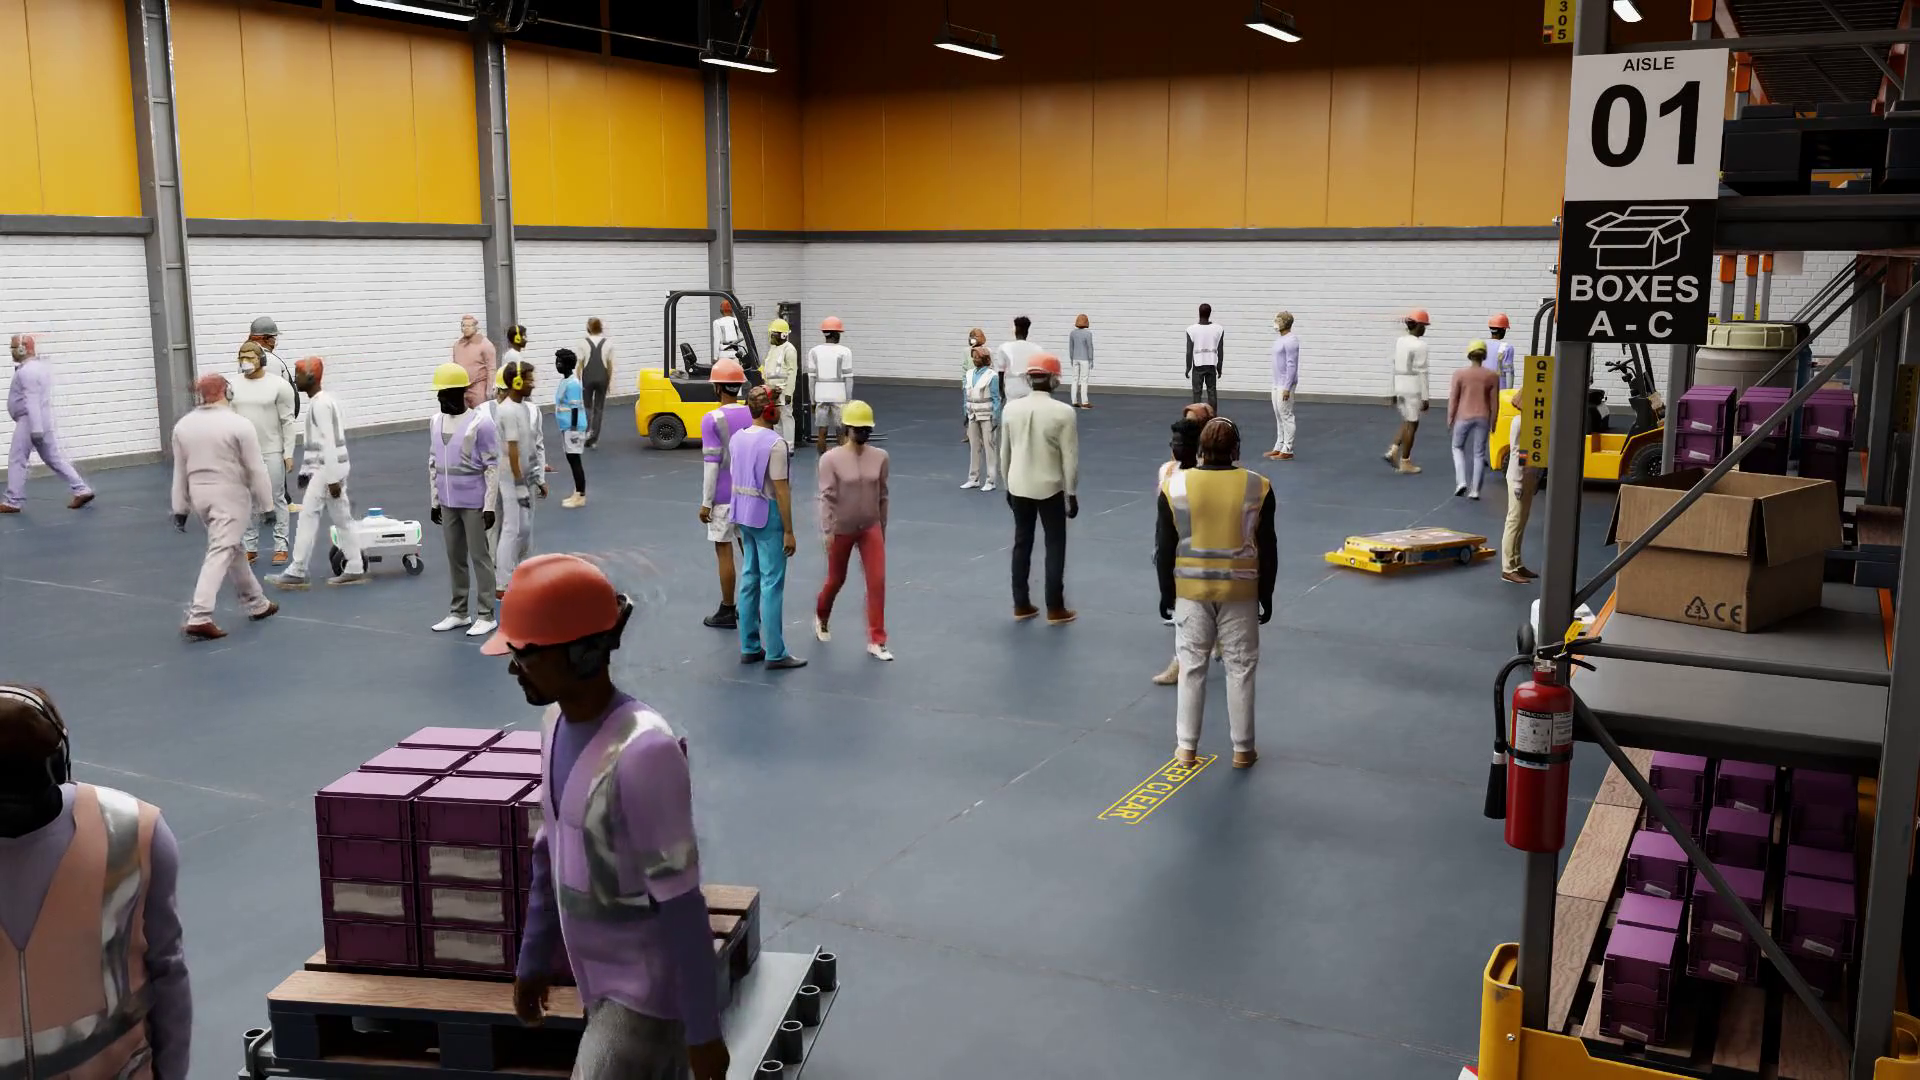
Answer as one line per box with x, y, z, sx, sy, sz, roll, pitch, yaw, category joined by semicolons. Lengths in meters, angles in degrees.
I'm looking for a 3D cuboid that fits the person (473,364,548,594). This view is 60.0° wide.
-3.545;-0.478;13.135;0.588;1.822;0.403;-6;12;-32;person

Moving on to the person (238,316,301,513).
-7.122;-1.298;17.248;0.684;2.000;0.538;8;13;39;person

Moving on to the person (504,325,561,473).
-5.345;-1.678;20.054;0.913;1.835;0.531;-3;10;-15;person

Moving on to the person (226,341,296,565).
-6.031;-0.741;14.315;0.627;1.940;0.371;0;10;-1;person

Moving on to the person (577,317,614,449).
-4.998;-2.151;22.835;0.512;1.813;0.385;-3;10;-15;person

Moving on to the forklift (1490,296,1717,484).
7.296;-1.677;18.993;2.313;2.155;1.214;5;11;27;forklift

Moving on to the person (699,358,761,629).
-1.656;-0.332;11.949;0.358;1.936;0.552;8;13;40;person

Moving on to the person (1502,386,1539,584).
4.622;-0.469;13.629;0.289;1.632;0.497;6;11;31;person

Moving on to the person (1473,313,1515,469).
6.664;-1.851;20.746;0.375;1.935;0.550;-9;13;-41;person

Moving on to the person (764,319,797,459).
-2.346;-1.960;21.670;0.403;1.837;0.591;-7;12;-33;person

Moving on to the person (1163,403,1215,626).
1.718;-0.165;11.882;0.324;1.629;0.524;-9;13;-42;person

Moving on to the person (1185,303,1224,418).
3.736;-2.648;25.425;0.592;1.915;0.389;-1;10;-7;person

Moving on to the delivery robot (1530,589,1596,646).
3.861;0.548;10.581;0.477;0.478;0.707;2;10;9;delivery robot

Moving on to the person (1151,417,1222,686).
1.475;0.054;10.454;0.630;1.679;0.539;-6;11;-31;person

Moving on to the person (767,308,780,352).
-2.963;-2.994;27.753;0.633;1.812;0.881;7;12;36;person

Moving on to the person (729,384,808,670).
-1.278;-0.082;10.764;0.389;1.848;0.563;-9;13;-41;person

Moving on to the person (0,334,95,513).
-9.592;-1.215;17.286;0.979;1.865;0.657;-3;10;-16;person

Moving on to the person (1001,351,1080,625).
0.598;-0.373;12.070;0.645;1.977;0.437;6;11;30;person

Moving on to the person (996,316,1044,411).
0.772;-1.813;20.660;0.615;1.908;0.750;-2;10;-10;person

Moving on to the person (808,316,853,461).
-1.526;-1.682;19.774;0.547;1.934;0.376;2;10;14;person

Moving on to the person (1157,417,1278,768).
1.338;0.279;8.688;0.621;1.845;0.429;2;10;11;person

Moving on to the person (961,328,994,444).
0.248;-2.178;23.513;0.501;1.633;0.283;6;12;32;person

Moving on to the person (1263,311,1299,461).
4.191;-1.996;21.583;0.370;1.940;0.631;-1;10;-5;person

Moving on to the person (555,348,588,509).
-4.108;-1.182;17.589;0.320;1.695;0.537;-4;10;-20;person

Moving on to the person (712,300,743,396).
-3.944;-3.127;28.284;0.584;1.882;0.337;-8;12;-38;person

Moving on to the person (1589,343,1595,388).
9.474;-2.500;25.366;0.312;1.639;0.520;-3;10;-16;person

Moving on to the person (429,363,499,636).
-3.511;-0.283;11.696;0.594;1.924;0.383;5;11;29;person

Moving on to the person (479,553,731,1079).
-0.819;1.026;3.872;0.641;2.013;0.694;-6;12;-32;person

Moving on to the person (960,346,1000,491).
0.242;-1.372;18.826;0.314;1.642;0.514;-9;14;-44;person

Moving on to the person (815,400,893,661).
-0.745;-0.098;11.219;0.523;1.723;0.874;-5;11;-27;person

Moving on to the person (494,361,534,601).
-3.460;-0.447;12.862;0.374;1.853;0.643;-2;10;-9;person

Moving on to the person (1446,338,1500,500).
5.591;-1.316;18.140;0.571;1.753;0.418;1;10;4;person

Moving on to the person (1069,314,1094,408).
2.112;-3.096;28.824;0.507;1.635;0.273;10;14;44;person

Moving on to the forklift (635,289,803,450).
-3.358;-2.392;23.136;2.313;2.155;1.214;-1;10;-5;forklift

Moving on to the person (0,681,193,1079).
-1.907;1.190;3.439;0.620;1.837;0.429;-6;11;-30;person

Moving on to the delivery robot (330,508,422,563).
-4.874;-0.025;13.898;0.707;0.478;0.477;-4;11;-23;delivery robot

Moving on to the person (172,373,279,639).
-5.235;-0.256;11.812;0.664;1.849;1.028;4;10;21;person

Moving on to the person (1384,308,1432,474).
5.494;-1.797;20.183;0.423;2.022;0.628;-4;10;-20;person

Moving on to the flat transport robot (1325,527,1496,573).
3.917;0.074;14.423;1.431;0.197;0.652;-6;12;-32;flat transport robot

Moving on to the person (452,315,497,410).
-6.170;-1.882;21.014;0.653;1.906;0.407;4;11;24;person

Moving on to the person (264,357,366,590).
-5.220;-0.524;13.295;0.841;1.856;0.595;-3;10;-16;person
